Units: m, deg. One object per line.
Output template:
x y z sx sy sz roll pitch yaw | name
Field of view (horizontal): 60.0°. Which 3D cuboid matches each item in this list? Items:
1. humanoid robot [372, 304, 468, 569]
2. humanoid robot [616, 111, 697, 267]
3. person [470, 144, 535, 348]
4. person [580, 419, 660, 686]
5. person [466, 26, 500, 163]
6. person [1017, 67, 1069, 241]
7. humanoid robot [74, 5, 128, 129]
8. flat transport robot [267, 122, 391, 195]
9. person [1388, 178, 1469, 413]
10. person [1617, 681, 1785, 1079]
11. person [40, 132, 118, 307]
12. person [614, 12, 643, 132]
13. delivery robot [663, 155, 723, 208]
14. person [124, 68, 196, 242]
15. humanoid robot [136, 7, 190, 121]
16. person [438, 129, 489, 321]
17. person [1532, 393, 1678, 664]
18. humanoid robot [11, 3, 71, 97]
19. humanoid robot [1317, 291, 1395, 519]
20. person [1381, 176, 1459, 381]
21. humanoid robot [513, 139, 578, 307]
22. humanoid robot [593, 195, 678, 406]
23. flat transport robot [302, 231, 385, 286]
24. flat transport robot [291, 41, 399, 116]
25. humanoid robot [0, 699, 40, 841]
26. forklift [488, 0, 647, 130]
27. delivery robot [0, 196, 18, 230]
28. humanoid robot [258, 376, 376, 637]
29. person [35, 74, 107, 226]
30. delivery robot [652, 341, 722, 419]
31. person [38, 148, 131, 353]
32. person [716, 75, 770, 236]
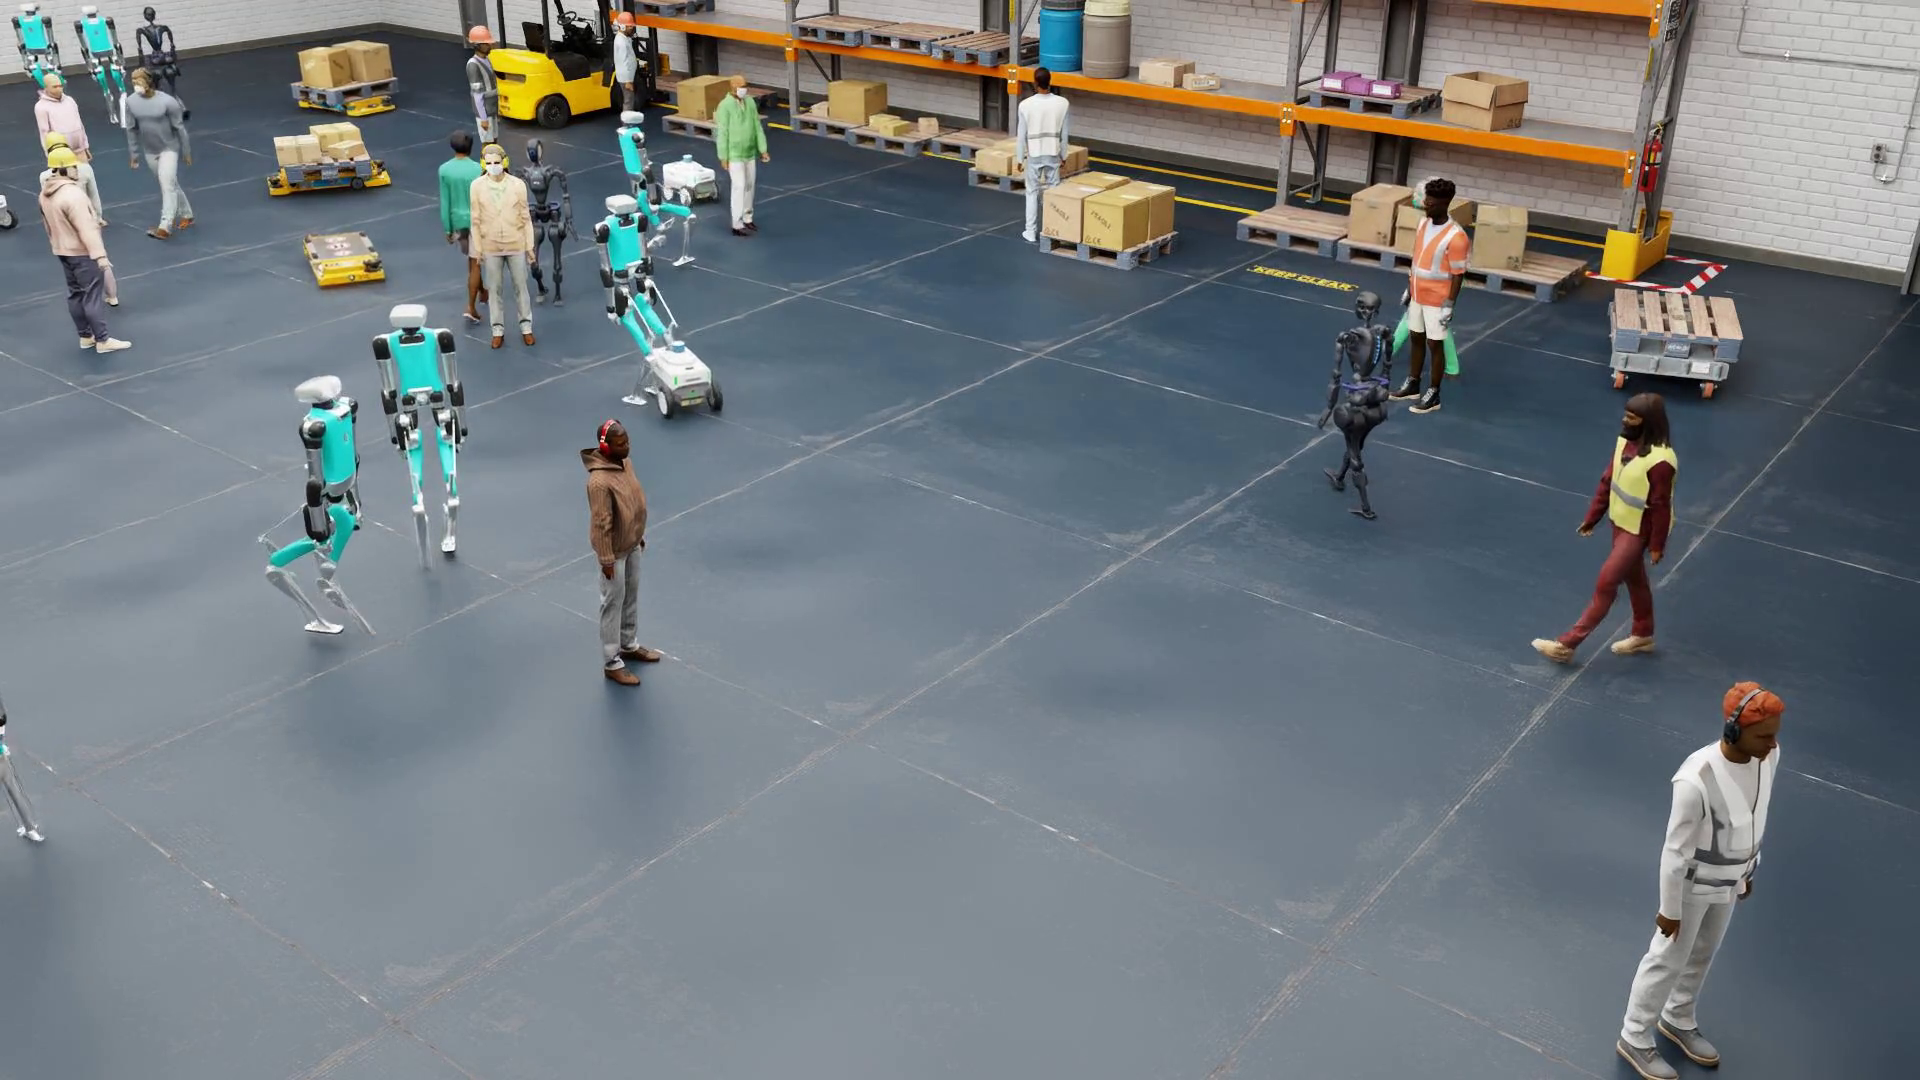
-3.601 -0.602 11.264 0.540 1.898 0.725 -6 26 -13 | humanoid robot
-3.171 -3.650 17.467 1.057 1.740 0.556 -17 30 -31 | humanoid robot
-4.207 -2.714 15.346 0.555 1.877 0.407 -6 26 -13 | person
-2.030 0.052 9.867 0.309 1.650 0.471 7 27 14 | person
-5.788 -5.264 20.437 0.375 2.043 0.606 -1 26 -1 | person
0.923 -4.295 18.585 0.593 1.910 0.384 -5 26 -11 | person
-12.405 -6.840 24.145 0.565 1.872 0.806 -12 28 -24 | humanoid robot
-8.011 -4.597 21.090 1.431 0.231 0.659 -11 28 -21 | flat transport robot
3.909 -2.034 13.832 0.361 1.963 0.612 -10 27 -20 | person
3.058 1.403 6.824 0.566 1.878 0.354 -16 30 -30 | person
-8.655 -3.107 16.294 0.325 1.759 0.524 19 31 33 | person
-4.669 -6.536 23.417 0.350 1.737 0.572 -4 26 -9 | person
-3.308 -4.405 20.351 0.499 0.583 0.774 -23 34 -39 | delivery robot
-9.019 -4.345 18.707 0.631 1.887 1.005 5 26 11 | person
-11.761 -6.985 24.448 0.682 1.633 0.603 22 33 38 | humanoid robot
-4.770 -3.070 16.172 0.500 1.803 0.983 2 26 5 | person
3.941 -0.061 10.014 0.900 1.723 0.492 -3 26 -6 | person
-13.376 -7.000 24.414 0.533 1.791 0.960 -4 26 -7 | humanoid robot
2.871 -1.021 12.103 0.586 1.631 0.742 -14 29 -26 | humanoid robot
4.077 -2.330 14.637 0.972 1.788 0.563 16 30 30 | person
-4.084 -3.128 16.435 0.597 1.651 0.332 -2 26 -5 | humanoid robot
-2.635 -1.973 13.940 0.679 1.778 0.532 19 32 34 | humanoid robot
-6.633 -3.032 17.850 0.659 0.231 1.431 -12 28 -23 | flat transport robot
-9.377 -6.694 25.435 1.431 0.231 0.659 16 30 30 | flat transport robot
-4.956 0.830 8.166 0.539 1.787 0.782 -11 28 -21 | humanoid robot
-5.874 -7.334 24.552 1.214 2.155 2.313 19 32 34 | forklift
-11.276 -3.762 19.026 0.760 0.588 0.499 3 26 6 | delivery robot
-4.005 -0.139 10.208 0.761 1.809 0.542 3 26 7 | humanoid robot
-10.219 -4.429 19.012 0.412 1.776 0.536 14 29 27 | person
-2.369 -1.398 14.110 0.499 0.570 0.750 -12 28 -24 | delivery robot
-8.073 -2.636 15.193 0.800 1.865 0.421 18 31 32 | person
-2.465 -4.369 18.895 0.551 1.767 0.573 21 33 36 | person
